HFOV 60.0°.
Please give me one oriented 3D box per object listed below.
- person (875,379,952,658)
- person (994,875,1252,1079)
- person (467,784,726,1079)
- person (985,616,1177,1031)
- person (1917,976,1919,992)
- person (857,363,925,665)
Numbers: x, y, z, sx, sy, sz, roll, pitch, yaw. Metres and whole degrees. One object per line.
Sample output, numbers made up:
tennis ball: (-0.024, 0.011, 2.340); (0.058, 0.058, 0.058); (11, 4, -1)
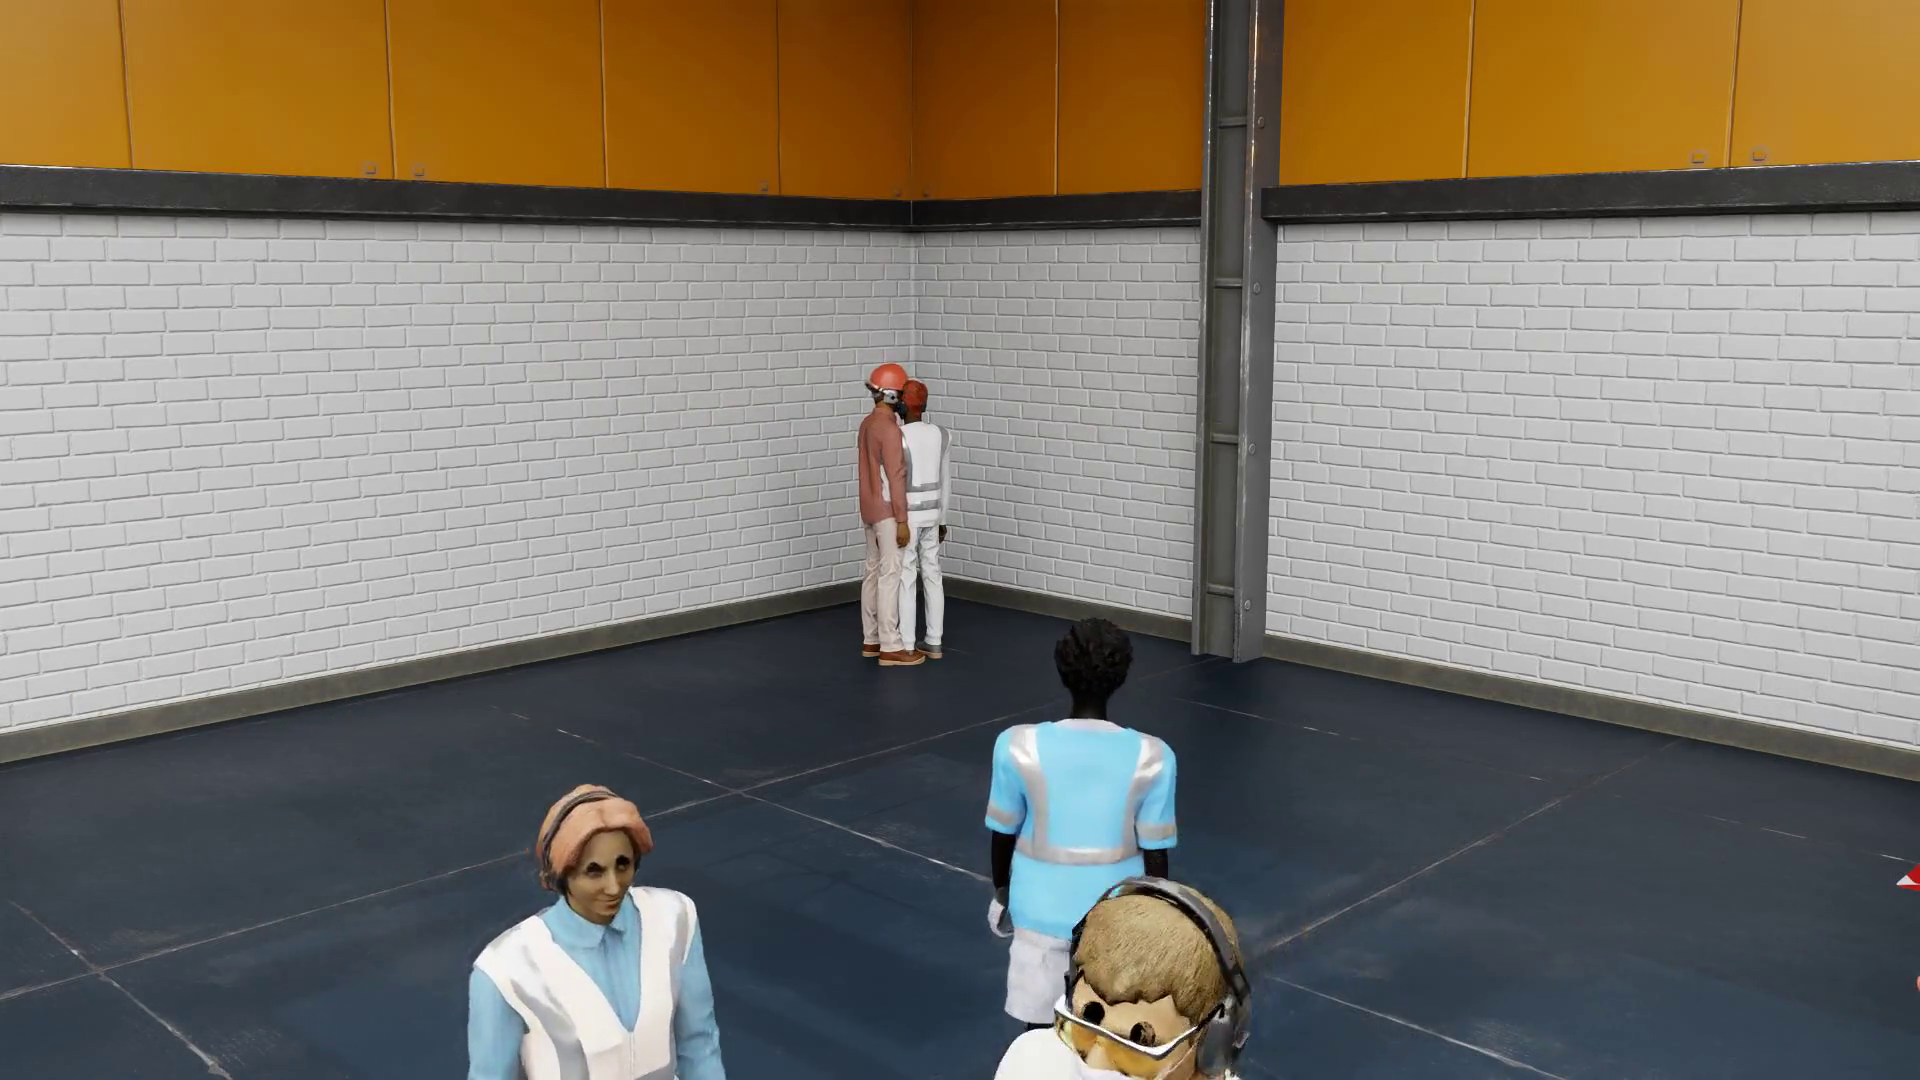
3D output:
person: (-0.310, -0.120, 11.027); (0.575, 1.885, 0.355); (-8, 12, -39)
person: (0.314, 1.317, 2.221); (0.958, 1.897, 0.626); (-6, 11, -31)
person: (-0.707, 1.271, 3.307); (0.414, 1.621, 0.510); (8, 12, 40)
person: (0.337, 1.043, 4.590); (0.523, 1.659, 0.841); (-1, 9, -4)
person: (1.359, 1.313, 2.104); (0.374, 1.929, 0.542); (2, 9, 12)
person: (-0.479, -0.171, 11.005); (0.379, 1.994, 0.611); (-4, 10, -24)
